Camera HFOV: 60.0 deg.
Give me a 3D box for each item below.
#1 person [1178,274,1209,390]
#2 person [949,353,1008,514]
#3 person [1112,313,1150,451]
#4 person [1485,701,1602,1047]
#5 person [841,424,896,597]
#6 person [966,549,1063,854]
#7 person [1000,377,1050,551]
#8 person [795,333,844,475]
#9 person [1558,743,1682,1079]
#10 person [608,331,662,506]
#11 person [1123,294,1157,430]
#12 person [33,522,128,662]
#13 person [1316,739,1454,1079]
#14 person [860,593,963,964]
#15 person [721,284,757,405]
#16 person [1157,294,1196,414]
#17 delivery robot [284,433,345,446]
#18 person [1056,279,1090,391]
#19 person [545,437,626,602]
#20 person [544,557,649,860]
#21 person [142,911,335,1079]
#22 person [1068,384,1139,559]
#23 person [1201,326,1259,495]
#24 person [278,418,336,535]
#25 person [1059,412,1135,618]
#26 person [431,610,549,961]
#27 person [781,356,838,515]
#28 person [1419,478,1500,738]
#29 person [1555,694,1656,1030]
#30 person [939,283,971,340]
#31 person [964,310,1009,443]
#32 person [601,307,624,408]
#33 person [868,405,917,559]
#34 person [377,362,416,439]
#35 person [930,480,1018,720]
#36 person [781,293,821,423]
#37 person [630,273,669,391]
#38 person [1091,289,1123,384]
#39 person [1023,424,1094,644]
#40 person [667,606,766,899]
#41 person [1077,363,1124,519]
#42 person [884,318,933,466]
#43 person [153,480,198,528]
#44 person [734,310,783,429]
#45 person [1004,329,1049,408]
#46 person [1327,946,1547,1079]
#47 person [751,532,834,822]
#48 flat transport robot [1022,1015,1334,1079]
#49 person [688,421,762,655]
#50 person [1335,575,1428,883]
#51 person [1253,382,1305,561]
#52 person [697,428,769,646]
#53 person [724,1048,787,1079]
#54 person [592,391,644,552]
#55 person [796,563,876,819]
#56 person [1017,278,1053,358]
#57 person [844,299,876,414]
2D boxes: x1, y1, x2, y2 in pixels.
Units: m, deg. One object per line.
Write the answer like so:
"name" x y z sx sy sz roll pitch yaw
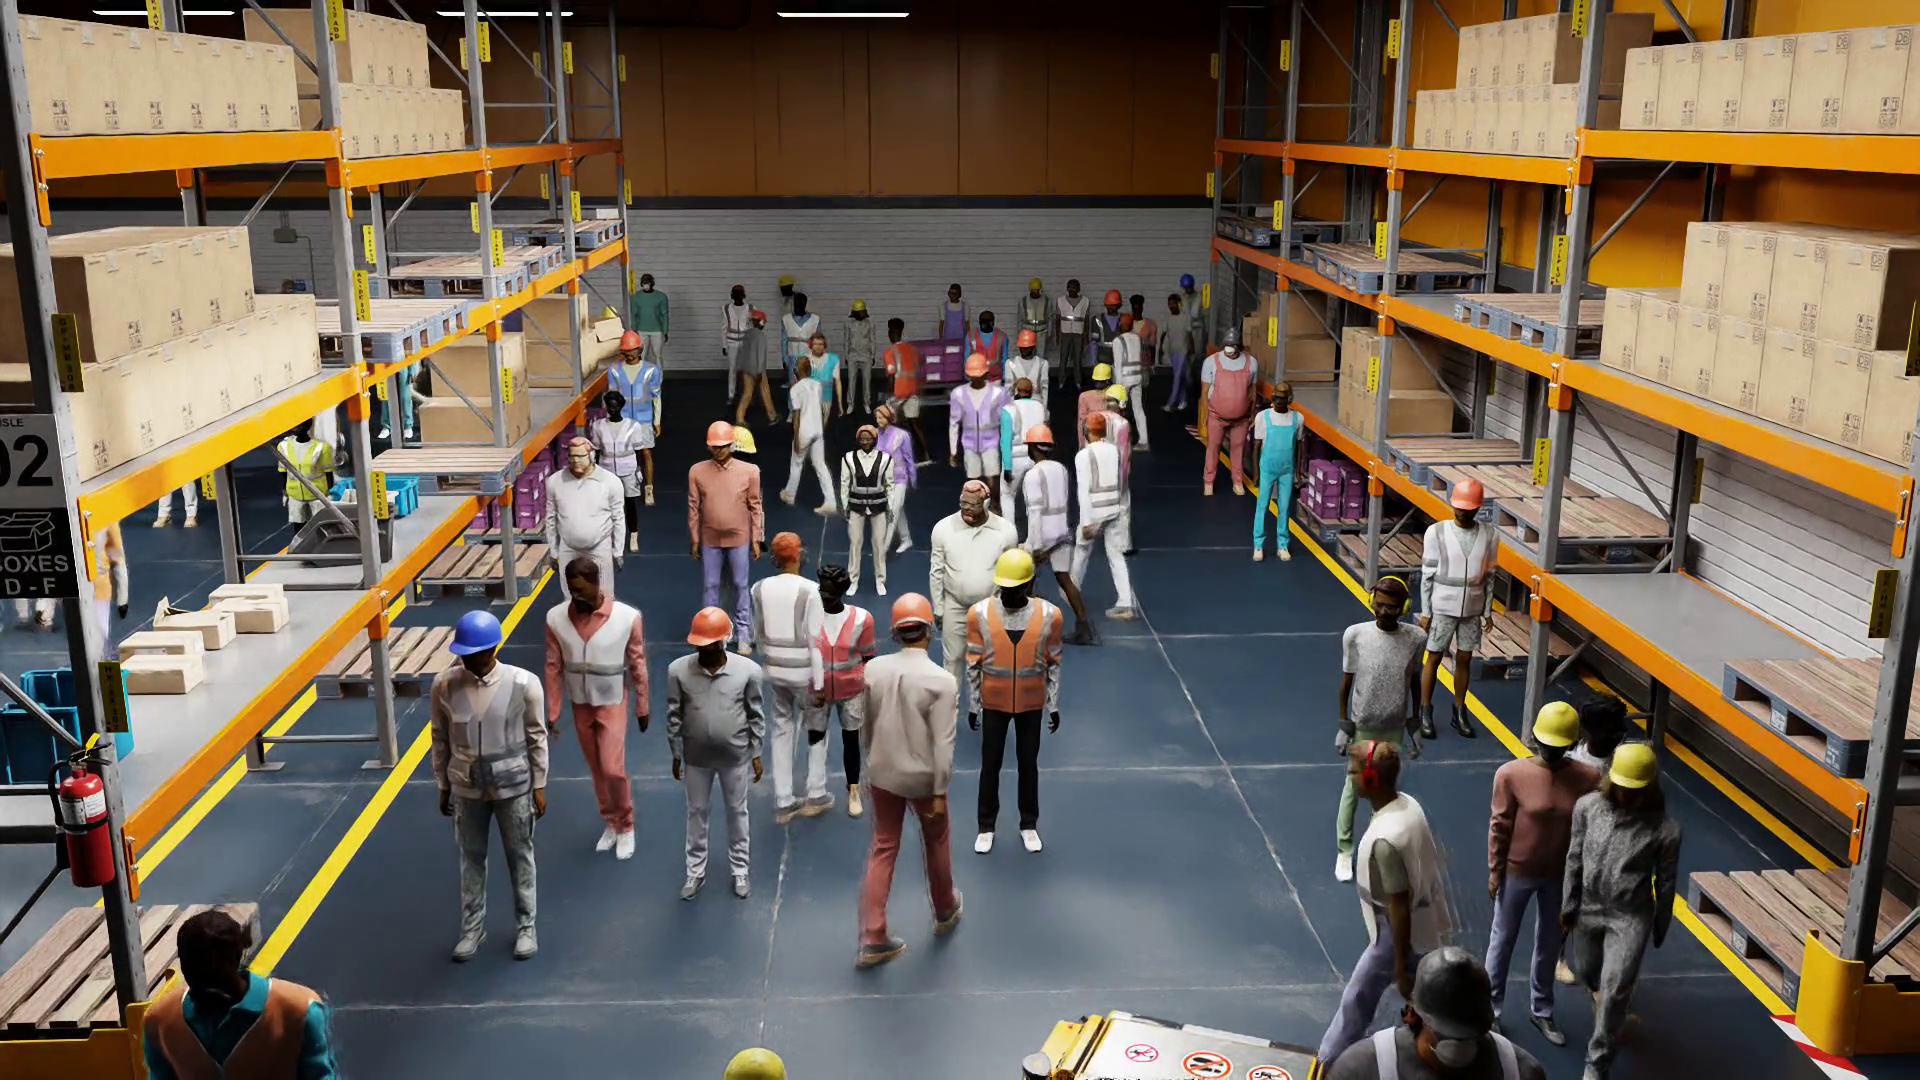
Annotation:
"person" 3.798 -3.417 27.374 0.621 1.921 0.445 3 15 11
"person" 0.198 -0.982 17.629 0.628 2.014 0.662 2 14 9
"person" 2.255 -2.142 22.511 0.606 1.834 0.963 -10 17 -34
"person" 2.791 1.601 7.987 0.526 1.765 0.329 0 14 -1
"person" -0.861 -0.280 15.617 0.515 1.641 0.315 0 14 -1
"person" 0.330 0.977 10.119 0.589 1.923 0.383 0 14 -1
"person" 0.655 -0.779 17.285 0.651 1.789 0.732 -8 17 -30
"person" -1.779 -1.721 20.983 0.567 1.784 0.968 -5 15 -20
"person" 3.088 1.695 7.724 0.493 1.708 0.774 13 19 42
"person" -3.745 -1.395 19.187 0.609 2.044 0.394 0 14 -1
"person" 2.521 -2.547 23.864 0.608 1.966 0.372 0 14 -1
"person" -6.495 0.439 12.276 0.606 1.904 0.686 -1 14 -5
"person" 1.916 1.759 7.371 0.997 1.765 0.565 8 17 30
"person" -0.261 1.259 8.966 0.642 1.933 0.962 7 16 27
"person" -3.437 -3.043 25.980 0.575 1.882 0.360 0 14 -1
"person" 3.284 -2.839 25.322 0.518 1.808 0.993 9 17 32
"delivery robot" -8.264 -1.221 21.288 0.707 0.478 0.477 -7 16 -26
"person" 1.853 -3.376 27.370 0.564 1.841 0.395 0 14 -1
"person" -3.062 0.094 13.618 0.643 1.910 0.399 0 14 -1
"person" -2.197 1.012 10.046 0.591 1.892 0.574 2 15 10
"person" -2.422 2.131 5.627 0.640 1.894 0.598 0 14 0
"person" 1.464 -0.676 16.872 0.680 1.788 0.605 -11 18 -38
"person" 3.207 -1.531 19.730 0.682 2.000 0.536 0 14 -1
"person" -6.309 -0.434 16.106 0.536 1.697 0.322 0 14 -1
"person" 1.242 -0.233 15.025 0.609 1.832 0.985 -10 18 -35
"person" -2.486 1.294 8.830 0.605 1.944 0.402 0 14 -1
"person" -1.744 -1.189 18.918 0.974 1.777 0.582 14 20 43
"person" 3.598 0.491 12.004 0.547 1.934 0.375 0 14 -1
"person" 3.208 1.577 8.293 0.547 1.649 0.886 -5 15 -20
"person" -0.084 -3.186 26.623 0.506 1.843 0.350 0 14 -1
"person" 0.363 -2.247 22.946 0.624 1.841 0.430 0 14 -1
"person" -5.040 -2.508 24.118 0.526 1.765 0.329 0 14 -1
"person" -0.723 -0.585 16.900 0.525 1.582 0.869 10 17 34
"person" -7.937 -2.366 23.275 0.643 1.910 0.399 0 14 -1
"person" 0.102 0.496 12.048 0.643 1.905 0.399 0 14 -1
"person" -2.334 -2.692 24.536 0.590 1.917 0.398 0 14 -1
"person" -5.089 -3.415 27.329 0.629 1.940 0.377 0 14 -1
"person" 2.173 -2.568 23.801 0.609 2.040 0.394 0 14 -1
"person" 0.749 -0.046 14.263 1.009 1.868 0.606 12 19 40
"person" -1.396 1.214 9.529 0.564 1.748 0.339 0 14 -1
"person" 1.573 -1.105 18.608 0.526 1.765 0.329 0 14 -1
"person" -0.759 -1.907 21.514 1.020 1.893 0.668 12 19 40
"person" -8.646 -1.043 18.218 0.624 1.841 0.430 0 14 -1
"person" -2.953 -2.470 24.106 0.881 1.693 0.578 -12 19 -40
"person" 0.810 -1.596 20.197 0.547 1.934 0.375 0 14 -1
"person" 1.463 2.190 5.121 0.682 2.000 0.536 0 14 -1
"person" -1.096 0.875 10.675 0.612 1.842 0.541 7 16 27
"flat transport robot" 1.039 2.465 7.572 1.431 0.197 0.652 5 15 20
"person" -1.956 -0.013 13.860 0.612 1.995 0.392 0 14 -1
"person" 2.468 1.102 9.748 0.517 1.865 0.334 0 14 -1
"person" 3.219 -0.693 16.836 0.506 1.843 0.350 0 14 -1
"person" -1.890 -0.036 14.180 0.931 1.872 0.587 9 17 32
"person" -0.601 2.345 5.106 0.487 1.744 0.312 0 14 -1
"person" -3.526 -0.706 17.174 0.536 1.697 0.322 0 14 -1
"person" -0.802 0.958 10.637 0.536 1.699 0.322 0 14 -1
"person" 1.251 -3.453 27.695 0.591 1.829 0.404 0 14 -1
"person" -1.518 -2.782 25.238 0.487 1.740 0.313 0 14 -1
